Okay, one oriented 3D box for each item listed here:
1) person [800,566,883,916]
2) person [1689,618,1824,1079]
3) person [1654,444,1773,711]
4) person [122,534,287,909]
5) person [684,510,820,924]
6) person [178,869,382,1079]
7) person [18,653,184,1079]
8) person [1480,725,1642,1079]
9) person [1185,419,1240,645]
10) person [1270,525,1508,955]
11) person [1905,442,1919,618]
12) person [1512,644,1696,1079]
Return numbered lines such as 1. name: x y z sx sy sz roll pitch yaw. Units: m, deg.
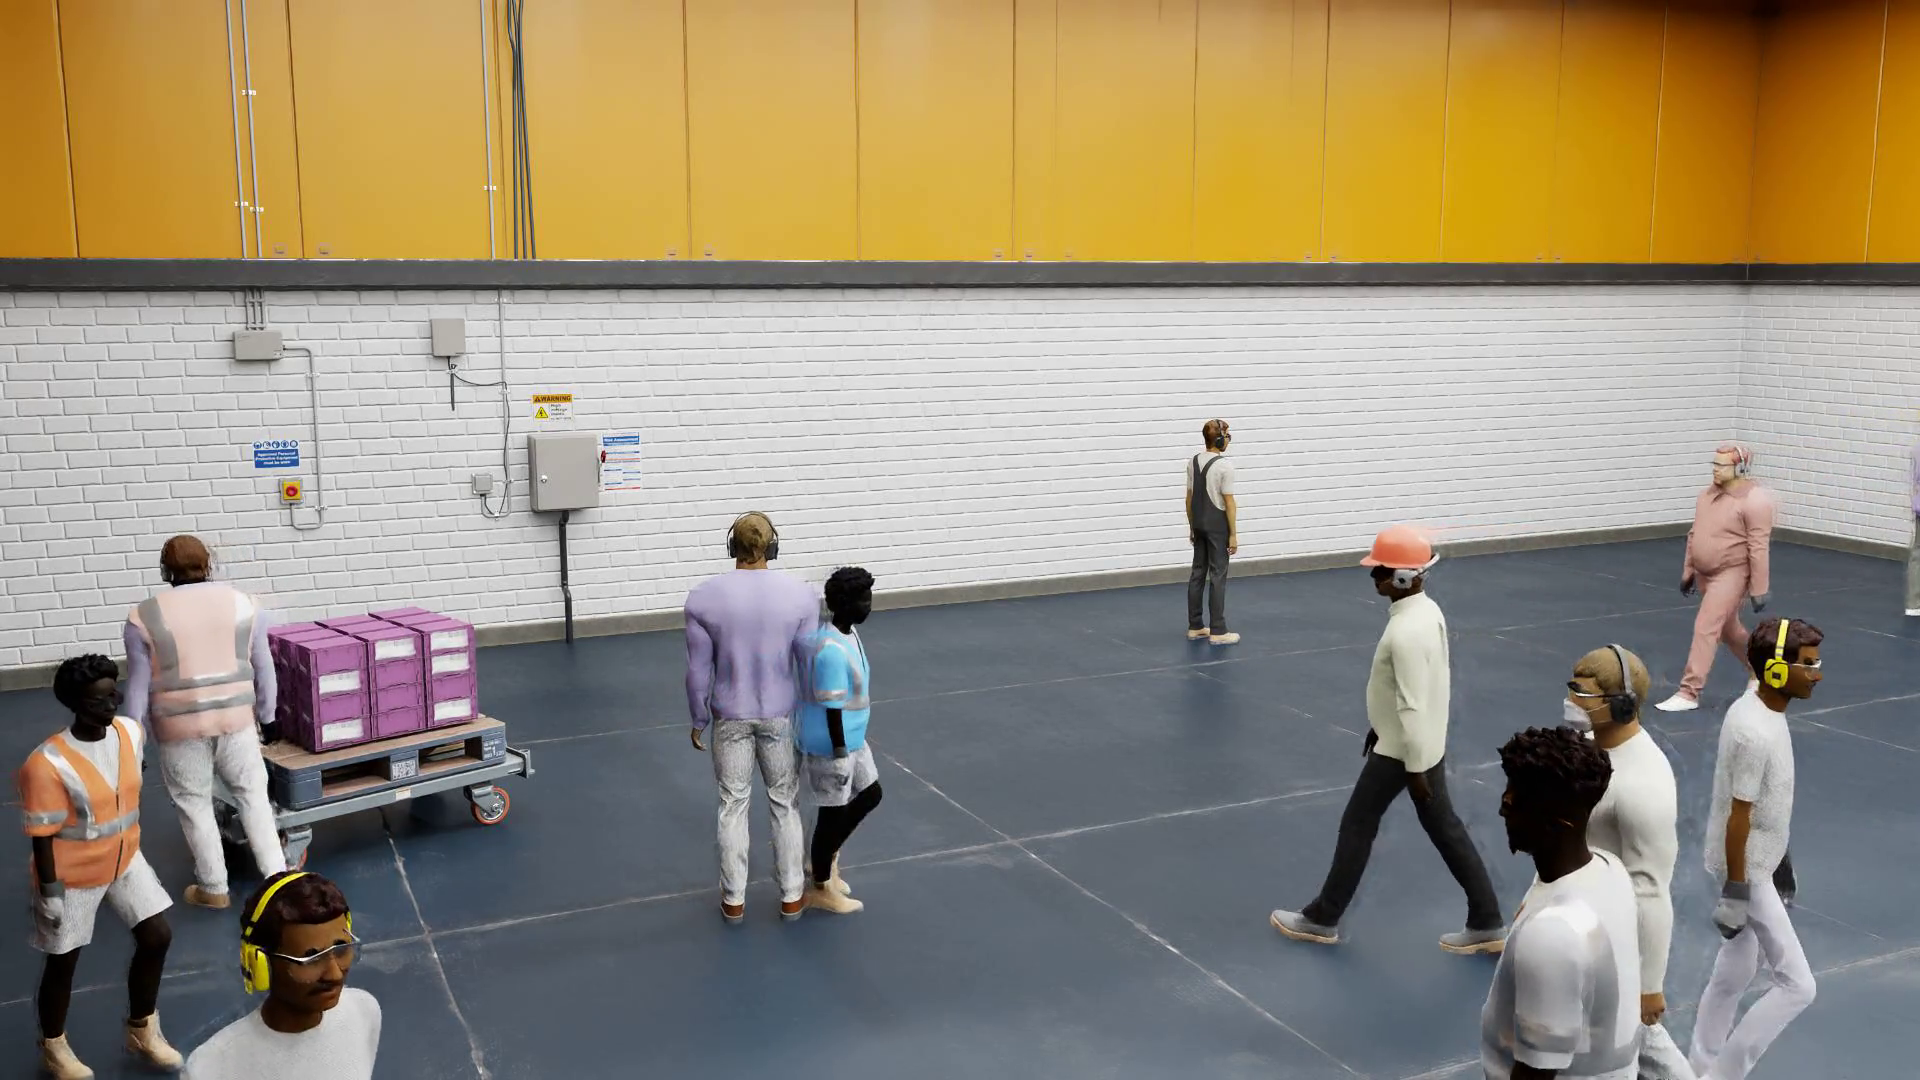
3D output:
1. person: -0.553 0.946 7.785 0.375 1.676 0.565 1 9 4
2. person: 2.819 1.178 5.870 0.477 1.853 0.523 4 10 22
3. person: 5.337 0.251 11.564 0.983 1.868 0.648 -2 9 -10
4. person: -3.582 0.877 7.856 0.684 1.818 0.465 -8 12 -40
5. person: -0.952 0.827 7.752 0.635 1.937 0.354 -1 9 -4
6. person: -1.443 1.565 3.528 0.926 1.835 0.517 6 11 34
7. person: -3.206 1.225 6.144 0.603 1.657 0.542 3 10 20
8. person: 1.429 1.406 4.095 0.419 1.954 0.632 5 11 30
9. person: 2.069 -0.069 13.601 0.334 1.845 0.513 -7 11 -37
10. person: 1.984 0.893 7.377 1.045 1.945 0.610 5 10 27
11. person: 8.674 -0.256 14.567 0.777 1.901 0.613 -3 10 -16
12. person: 2.075 1.250 5.295 0.997 1.896 0.633 2 9 11
